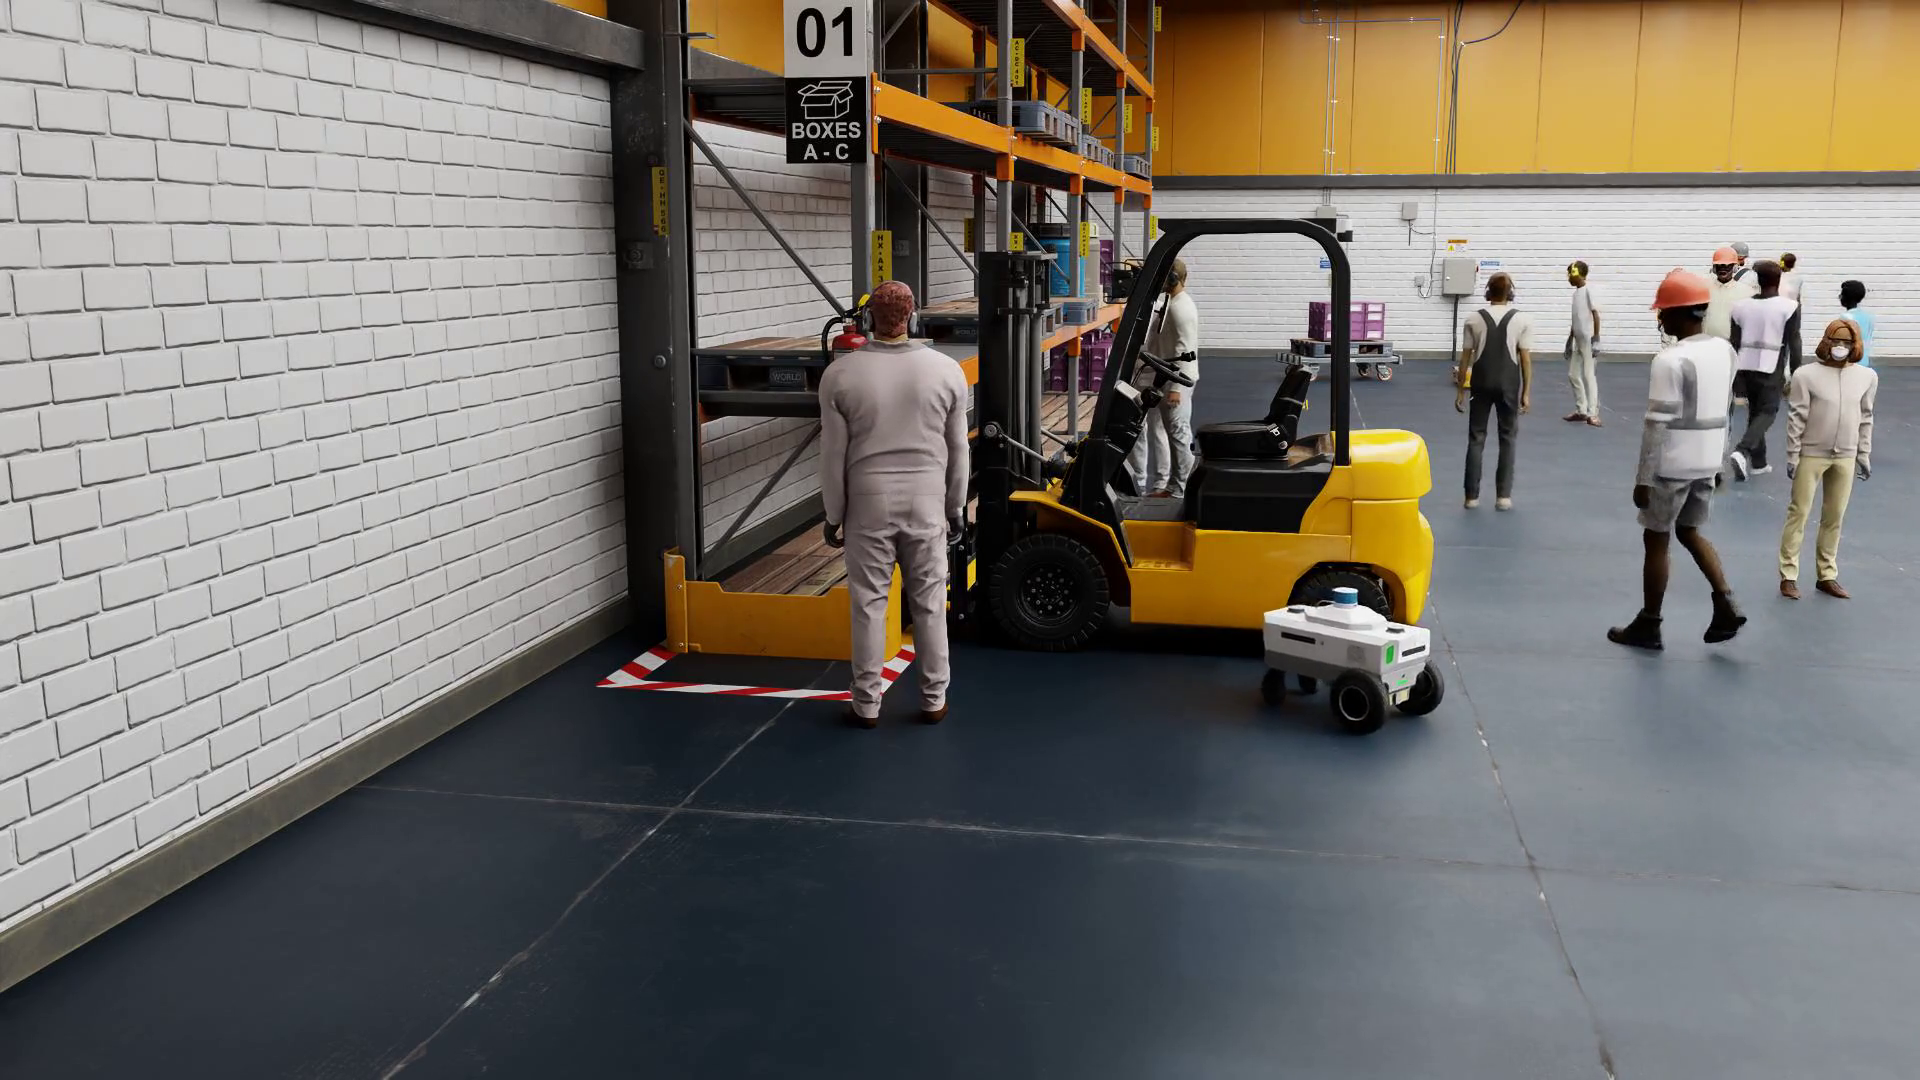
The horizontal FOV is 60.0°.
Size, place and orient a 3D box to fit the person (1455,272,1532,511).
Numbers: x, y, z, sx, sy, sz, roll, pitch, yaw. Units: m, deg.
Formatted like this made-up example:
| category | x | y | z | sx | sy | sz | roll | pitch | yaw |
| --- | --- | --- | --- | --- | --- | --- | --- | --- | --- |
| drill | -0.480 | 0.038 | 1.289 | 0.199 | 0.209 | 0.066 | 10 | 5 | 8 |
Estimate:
| category | x | y | z | sx | sy | sz | roll | pitch | yaw |
| --- | --- | --- | --- | --- | --- | --- | --- | --- | --- |
| person | 4.102 | -1.140 | 12.806 | 0.538 | 1.824 | 0.421 | 4 | 11 | 19 |

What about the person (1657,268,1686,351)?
| category | x | y | z | sx | sy | sz | roll | pitch | yaw |
| --- | --- | --- | --- | --- | --- | --- | --- | --- | --- |
| person | 10.514 | -3.172 | 24.440 | 0.512 | 1.638 | 0.312 | 7 | 12 | 33 |

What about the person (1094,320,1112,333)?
| category | x | y | z | sx | sy | sz | roll | pitch | yaw |
| --- | --- | --- | --- | --- | --- | --- | --- | --- | --- |
| person | 2.409 | -3.723 | 27.297 | 0.533 | 1.697 | 0.319 | -1 | 10 | -8 |

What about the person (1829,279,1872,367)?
| category | x | y | z | sx | sy | sz | roll | pitch | yaw |
| --- | --- | --- | --- | --- | --- | --- | --- | --- | --- |
| person | 8.534 | -1.663 | 16.043 | 0.537 | 1.685 | 0.364 | -6 | 12 | -28 |

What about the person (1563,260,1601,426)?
| category | x | y | z | sx | sy | sz | roll | pitch | yaw |
| --- | --- | --- | --- | --- | --- | --- | --- | --- | --- |
| person | 6.994 | -2.191 | 18.572 | 0.325 | 1.830 | 0.707 | -1 | 10 | -6 |

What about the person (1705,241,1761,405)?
| category | x | y | z | sx | sy | sz | roll | pitch | yaw |
| --- | --- | --- | --- | --- | --- | --- | --- | --- | --- |
| person | 9.690 | -2.722 | 20.870 | 0.688 | 2.000 | 0.536 | 8 | 13 | 37 |

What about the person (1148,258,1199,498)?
| category | x | y | z | sx | sy | sz | roll | pitch | yaw |
| --- | --- | --- | --- | --- | --- | --- | --- | --- | --- |
| person | 1.650 | -1.197 | 12.791 | 0.374 | 1.939 | 0.629 | 0 | 10 | 3 |

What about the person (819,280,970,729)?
| category | x | y | z | sx | sy | sz | roll | pitch | yaw |
| --- | --- | --- | --- | --- | --- | --- | --- | --- | --- |
| person | -0.282 | -0.141 | 7.090 | 0.643 | 1.909 | 0.409 | -2 | 11 | -11 |

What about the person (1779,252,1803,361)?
| category | x | y | z | sx | sy | sz | roll | pitch | yaw |
| --- | --- | --- | --- | --- | --- | --- | --- | --- | --- |
| person | 11.895 | -3.214 | 24.041 | 0.529 | 1.873 | 0.323 | -2 | 11 | -13 |

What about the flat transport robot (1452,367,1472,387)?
| category | x | y | z | sx | sy | sz | roll | pitch | yaw |
| --- | --- | --- | --- | --- | --- | --- | --- | --- | --- |
| flat transport robot | 7.318 | -2.287 | 23.338 | 0.652 | 0.197 | 1.431 | 2 | 11 | 11 |

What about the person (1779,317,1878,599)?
| category | x | y | z | sx | sy | sz | roll | pitch | yaw |
| --- | --- | --- | --- | --- | --- | --- | --- | --- | --- |
| person | 5.026 | -0.467 | 9.628 | 0.501 | 1.632 | 0.286 | 0 | 10 | 0 |

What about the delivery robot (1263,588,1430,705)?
| category | x | y | z | sx | sy | sz | roll | pitch | yaw |
| --- | --- | --- | --- | --- | --- | --- | --- | --- | --- |
| delivery robot | 1.680 | 0.452 | 7.285 | 0.477 | 0.478 | 0.707 | -9 | 14 | -42 |

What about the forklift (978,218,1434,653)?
| category | x | y | z | sx | sy | sz | roll | pitch | yaw |
| --- | --- | --- | --- | --- | --- | --- | --- | --- | --- |
| forklift | 1.285 | -0.567 | 8.635 | 2.313 | 2.155 | 1.214 | 2 | 11 | 11 |

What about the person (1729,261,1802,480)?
| category | x | y | z | sx | sy | sz | roll | pitch | yaw |
| --- | --- | --- | --- | --- | --- | --- | --- | --- | --- |
| person | 6.951 | -1.473 | 14.456 | 0.897 | 1.888 | 0.591 | -7 | 13 | -35 |

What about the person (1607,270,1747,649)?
| category | x | y | z | sx | sy | sz | roll | pitch | yaw |
| --- | --- | --- | --- | --- | --- | --- | --- | --- | --- |
| person | 3.633 | -0.378 | 8.325 | 0.593 | 1.927 | 0.552 | -6 | 12 | -28 |

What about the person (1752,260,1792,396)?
| category | x | y | z | sx | sy | sz | roll | pitch | yaw |
| --- | --- | --- | --- | --- | --- | --- | --- | --- | --- |
| person | 10.532 | -2.722 | 21.552 | 0.685 | 1.800 | 0.696 | -2 | 11 | -13 |

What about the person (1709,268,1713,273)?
| category | x | y | z | sx | sy | sz | roll | pitch | yaw |
| --- | --- | --- | --- | --- | --- | --- | --- | --- | --- |
| person | 11.810 | -3.462 | 26.027 | 0.521 | 1.638 | 0.310 | -1 | 10 | -8 |

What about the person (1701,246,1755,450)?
| category | x | y | z | sx | sy | sz | roll | pitch | yaw |
| --- | --- | --- | --- | --- | --- | --- | --- | --- | --- |
| person | 7.478 | -1.888 | 16.419 | 0.608 | 1.996 | 0.380 | 6 | 12 | 29 |

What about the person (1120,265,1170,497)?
| category | x | y | z | sx | sy | sz | roll | pitch | yaw |
| --- | --- | --- | --- | --- | --- | --- | --- | --- | --- |
| person | 1.490 | -1.240 | 13.198 | 0.340 | 1.878 | 0.580 | -8 | 13 | -38 |
